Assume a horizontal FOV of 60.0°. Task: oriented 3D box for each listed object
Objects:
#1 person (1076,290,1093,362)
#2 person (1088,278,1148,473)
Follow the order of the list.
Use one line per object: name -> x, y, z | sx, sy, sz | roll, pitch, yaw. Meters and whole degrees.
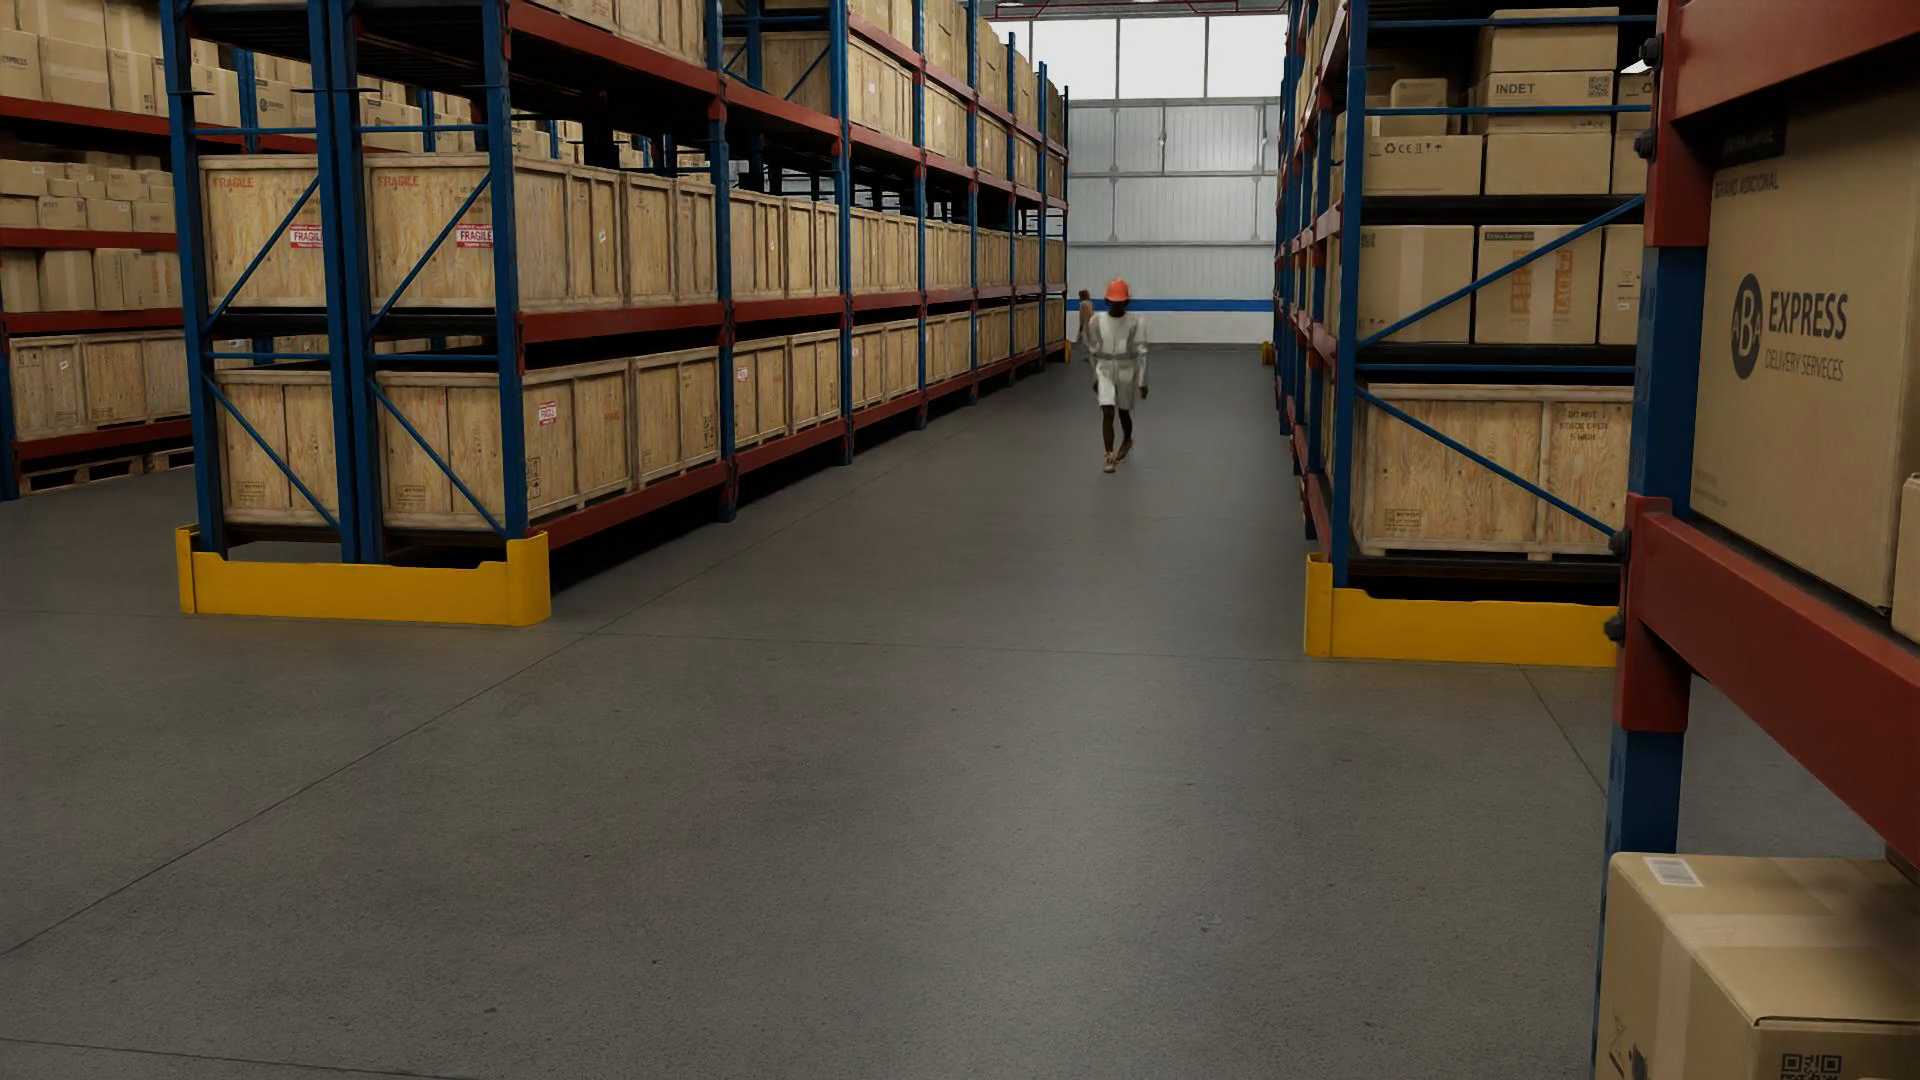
person -> 2.846, -4.841, 37.575 | 0.397, 1.617, 0.557 | 6, 11, 33
person -> 1.643, -1.699, 17.083 | 0.625, 1.983, 0.994 | 2, 9, 13
